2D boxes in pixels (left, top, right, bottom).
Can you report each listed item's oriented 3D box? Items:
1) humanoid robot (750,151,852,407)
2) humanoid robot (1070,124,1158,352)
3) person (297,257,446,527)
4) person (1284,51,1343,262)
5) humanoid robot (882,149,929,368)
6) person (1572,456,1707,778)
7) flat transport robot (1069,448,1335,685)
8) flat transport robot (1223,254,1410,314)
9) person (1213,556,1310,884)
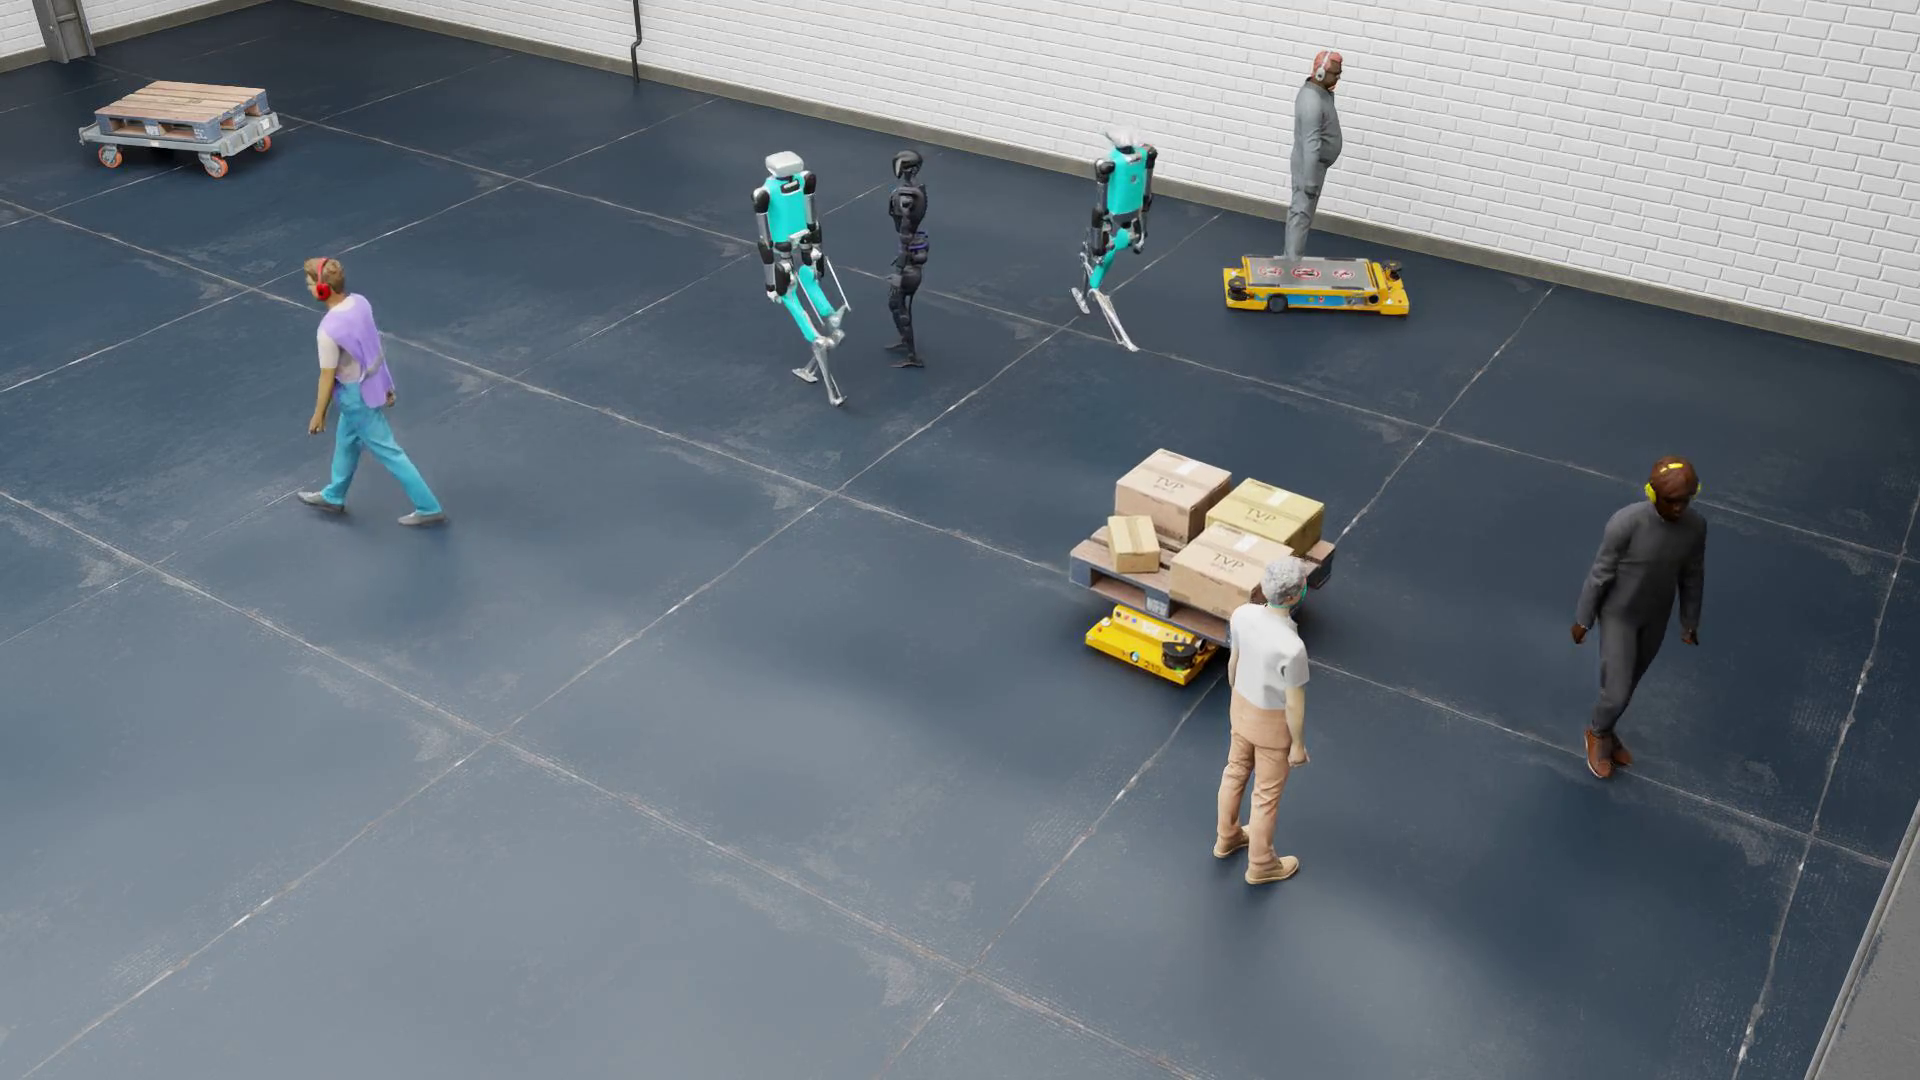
[{"bbox_3d":[-1.007,-1.752,11.710,0.566,1.865,0.795,-28,42,-36],"label":"humanoid robot"},{"bbox_3d":[1.027,-2.367,12.627,0.560,1.781,1.022,-20,38,-28],"label":"humanoid robot"},{"bbox_3d":[-3.748,-0.879,10.214,0.983,1.790,0.571,-1,33,-1],"label":"person"},{"bbox_3d":[2.846,-2.984,13.392,0.409,1.902,0.636,5,33,8],"label":"person"},{"bbox_3d":[-0.402,-2.031,12.110,0.356,1.656,0.593,1,33,1],"label":"humanoid robot"},{"bbox_3d":[3.352,0.388,8.184,0.616,1.854,0.537,-5,33,-8],"label":"person"},{"bbox_3d":[1.399,0.325,9.750,0.659,0.231,1.431,22,39,30],"label":"flat transport robot"},{"bbox_3d":[2.872,-2.064,13.468,1.431,0.231,0.659,3,33,4],"label":"flat transport robot"},{"bbox_3d":[1.404,0.821,7.610,0.319,1.748,0.482,-18,37,-26],"label":"person"}]
